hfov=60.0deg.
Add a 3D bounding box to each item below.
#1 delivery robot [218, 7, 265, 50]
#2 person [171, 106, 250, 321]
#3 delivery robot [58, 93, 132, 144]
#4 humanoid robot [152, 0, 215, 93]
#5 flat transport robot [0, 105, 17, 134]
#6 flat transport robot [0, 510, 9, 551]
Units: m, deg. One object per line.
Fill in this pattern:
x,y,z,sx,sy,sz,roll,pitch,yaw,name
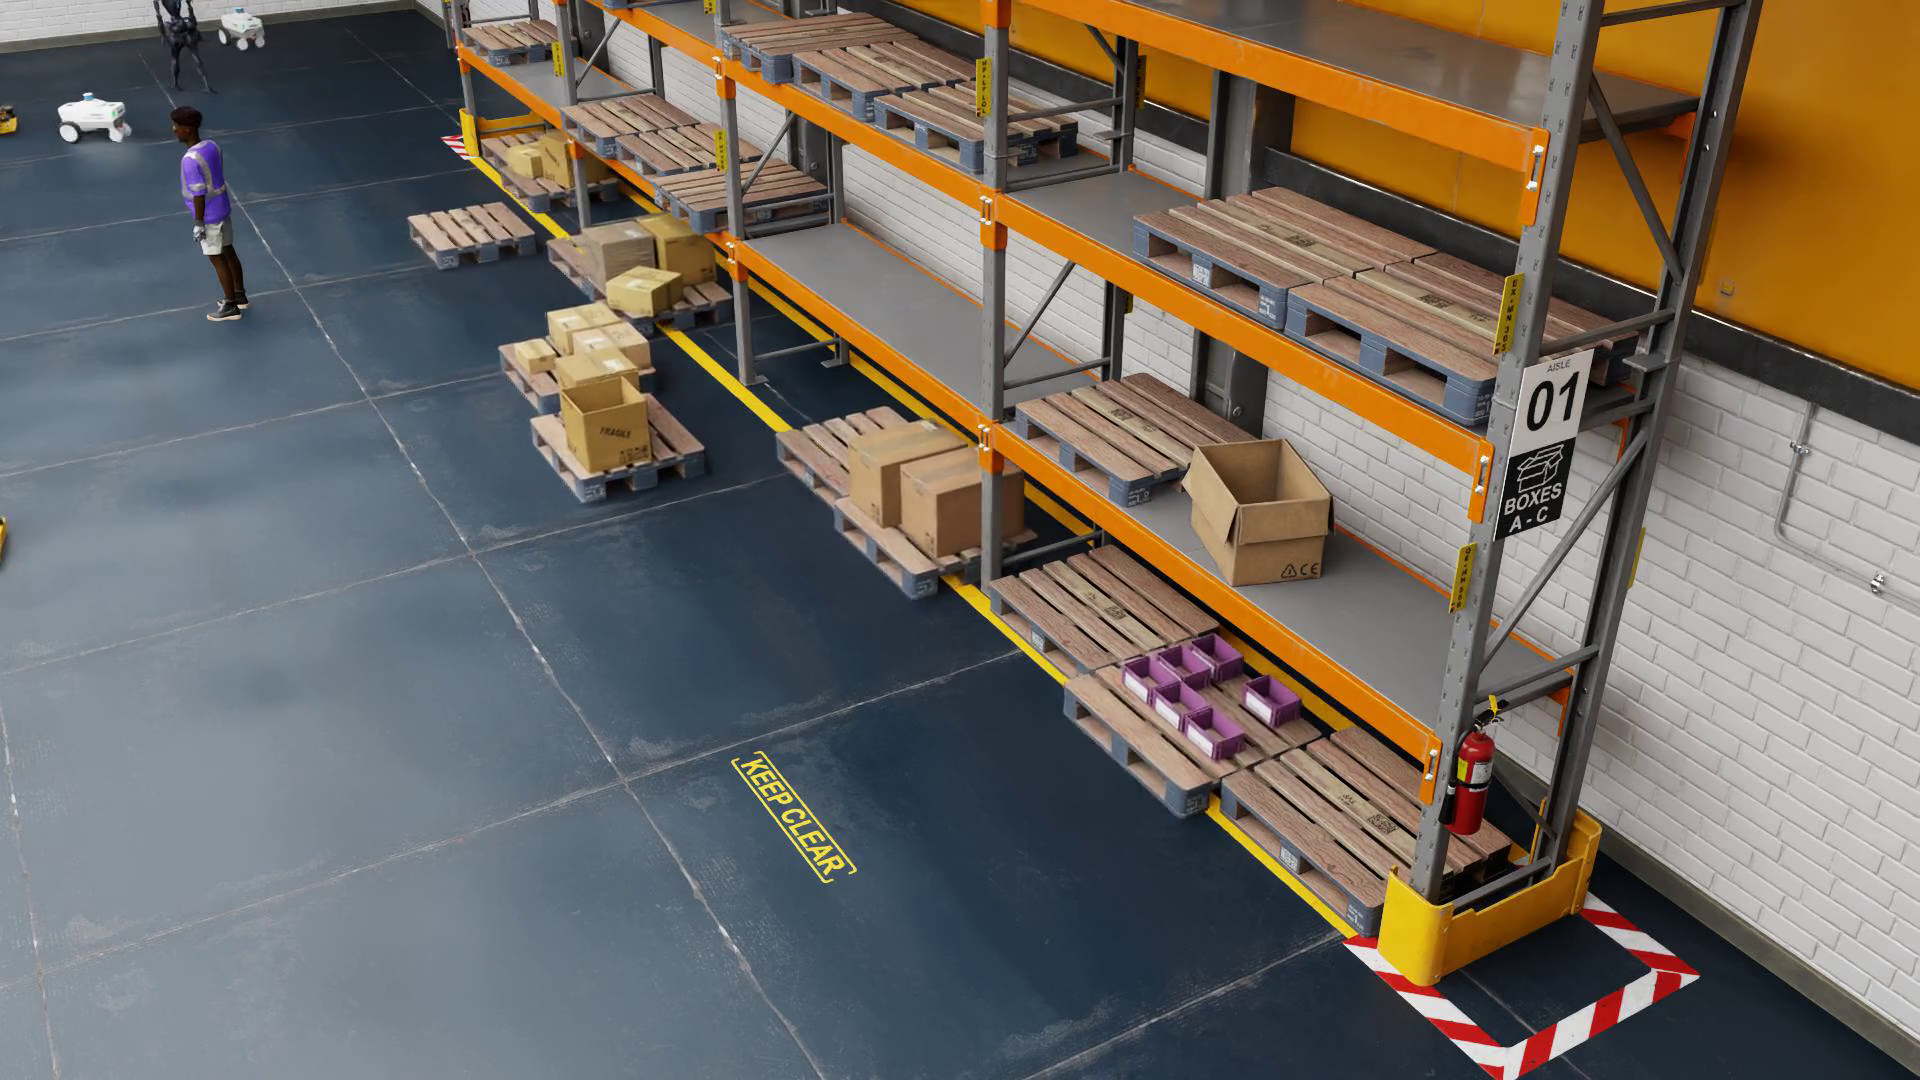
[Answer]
-10.734,-7.656,24.853,0.761,0.589,0.524,24,38,36,delivery robot
-6.851,-2.979,15.171,0.368,1.966,0.605,-1,30,-2,person
-10.719,-5.203,20.542,0.807,0.609,0.499,-1,30,-1,delivery robot
-10.464,-6.820,22.294,0.789,1.617,0.608,17,34,27,humanoid robot
-12.585,-5.168,20.756,1.431,0.231,0.659,-13,32,-22,flat transport robot
-7.413,0.099,11.456,1.431,0.231,0.659,-9,31,-16,flat transport robot
